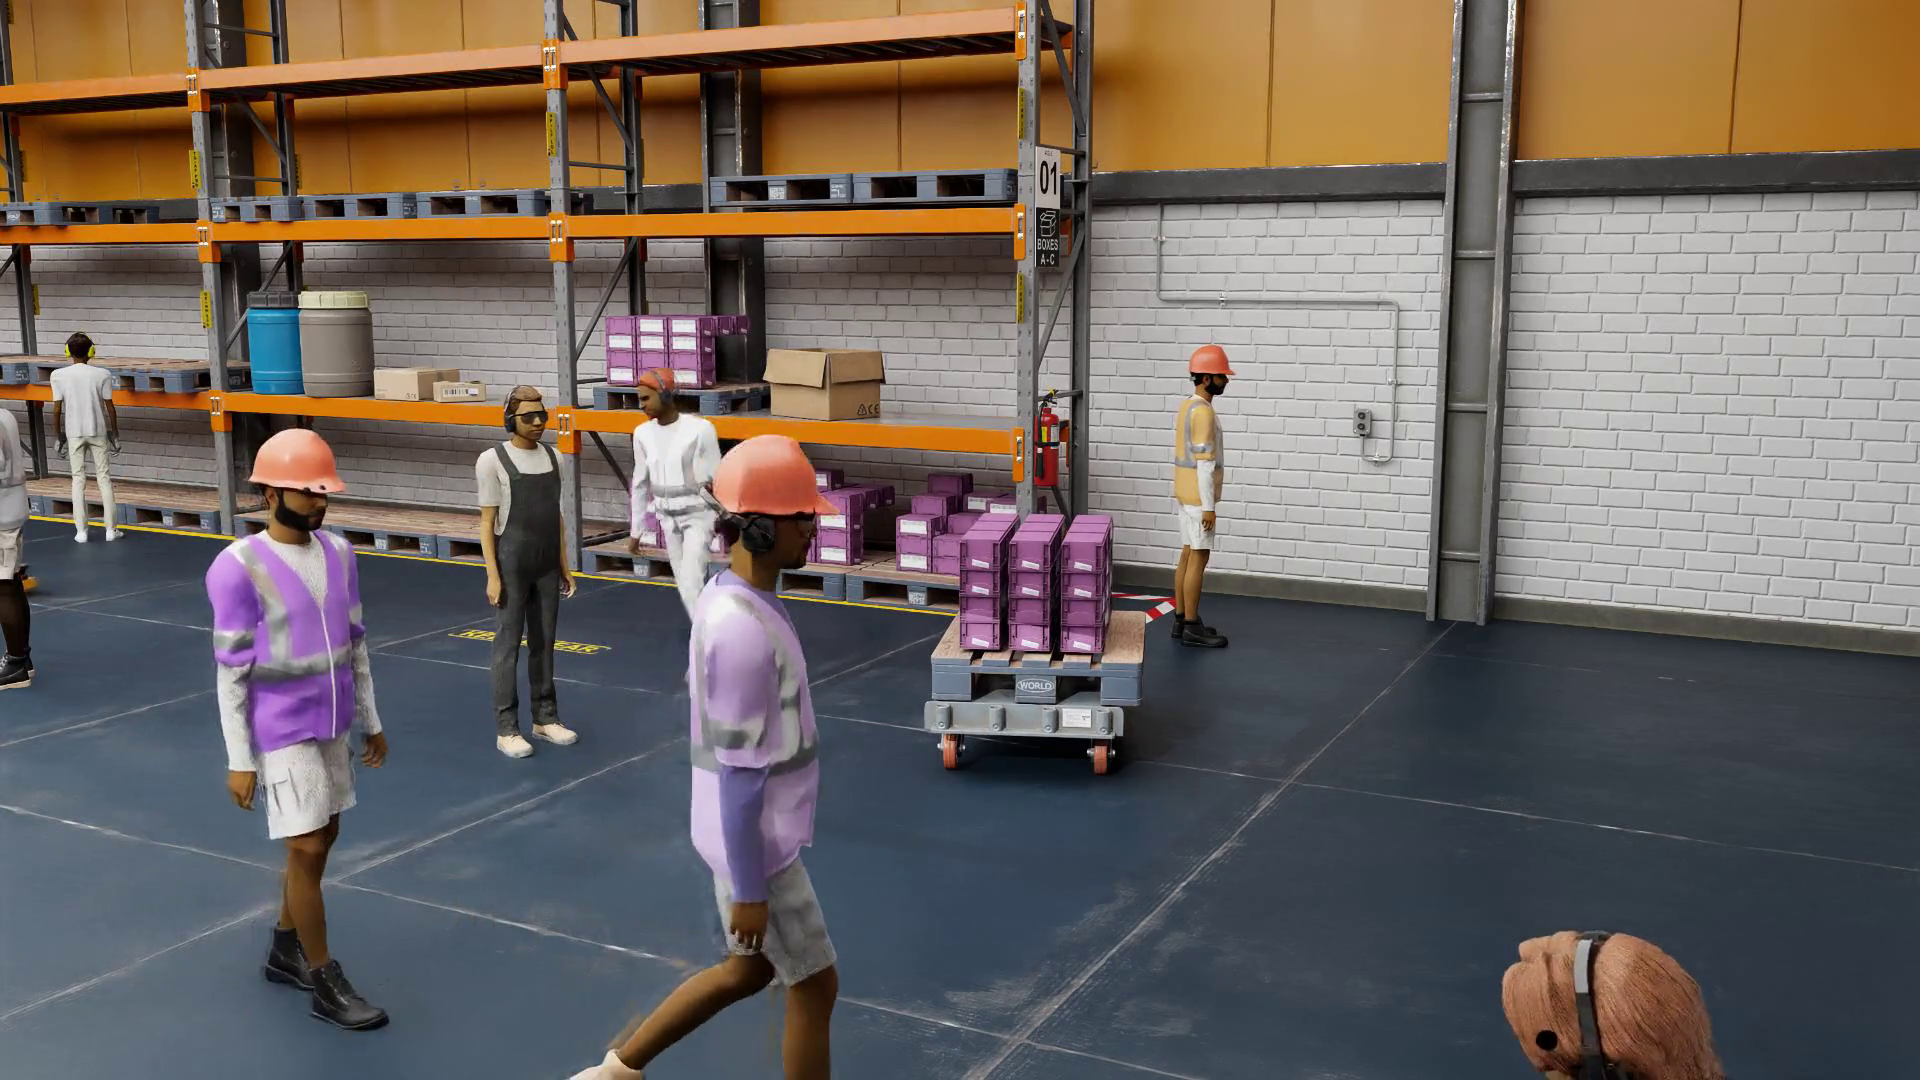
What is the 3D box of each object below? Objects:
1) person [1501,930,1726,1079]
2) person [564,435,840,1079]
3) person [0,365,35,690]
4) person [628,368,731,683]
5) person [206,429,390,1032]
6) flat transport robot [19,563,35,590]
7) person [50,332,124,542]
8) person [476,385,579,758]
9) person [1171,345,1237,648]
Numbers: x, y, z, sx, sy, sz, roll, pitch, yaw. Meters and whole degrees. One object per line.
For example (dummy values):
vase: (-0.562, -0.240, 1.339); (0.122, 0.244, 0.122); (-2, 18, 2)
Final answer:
person: (0.871, 1.283, 2.046); (0.531, 1.606, 0.487); (-4, 10, -25)
person: (-0.589, 0.733, 4.221); (0.874, 2.017, 0.617); (-1, 9, -8)
person: (-5.583, -0.113, 9.597); (0.368, 1.958, 0.603); (-4, 10, -21)
person: (-1.611, -0.085, 9.763); (0.610, 1.846, 0.536); (6, 11, 31)
person: (-2.111, 0.594, 5.386); (0.571, 1.930, 0.562); (4, 10, 23)
flat transport robot: (-7.689, 0.299, 12.247); (1.431, 0.197, 0.652); (1, 9, 8)
person: (-7.769, -0.911, 14.795); (0.528, 1.869, 0.313); (-4, 10, -23)
person: (-2.158, 0.148, 8.333); (0.344, 1.847, 0.504); (7, 12, 37)
person: (1.570, -0.281, 10.700); (0.371, 1.935, 0.551); (-1, 9, -4)
